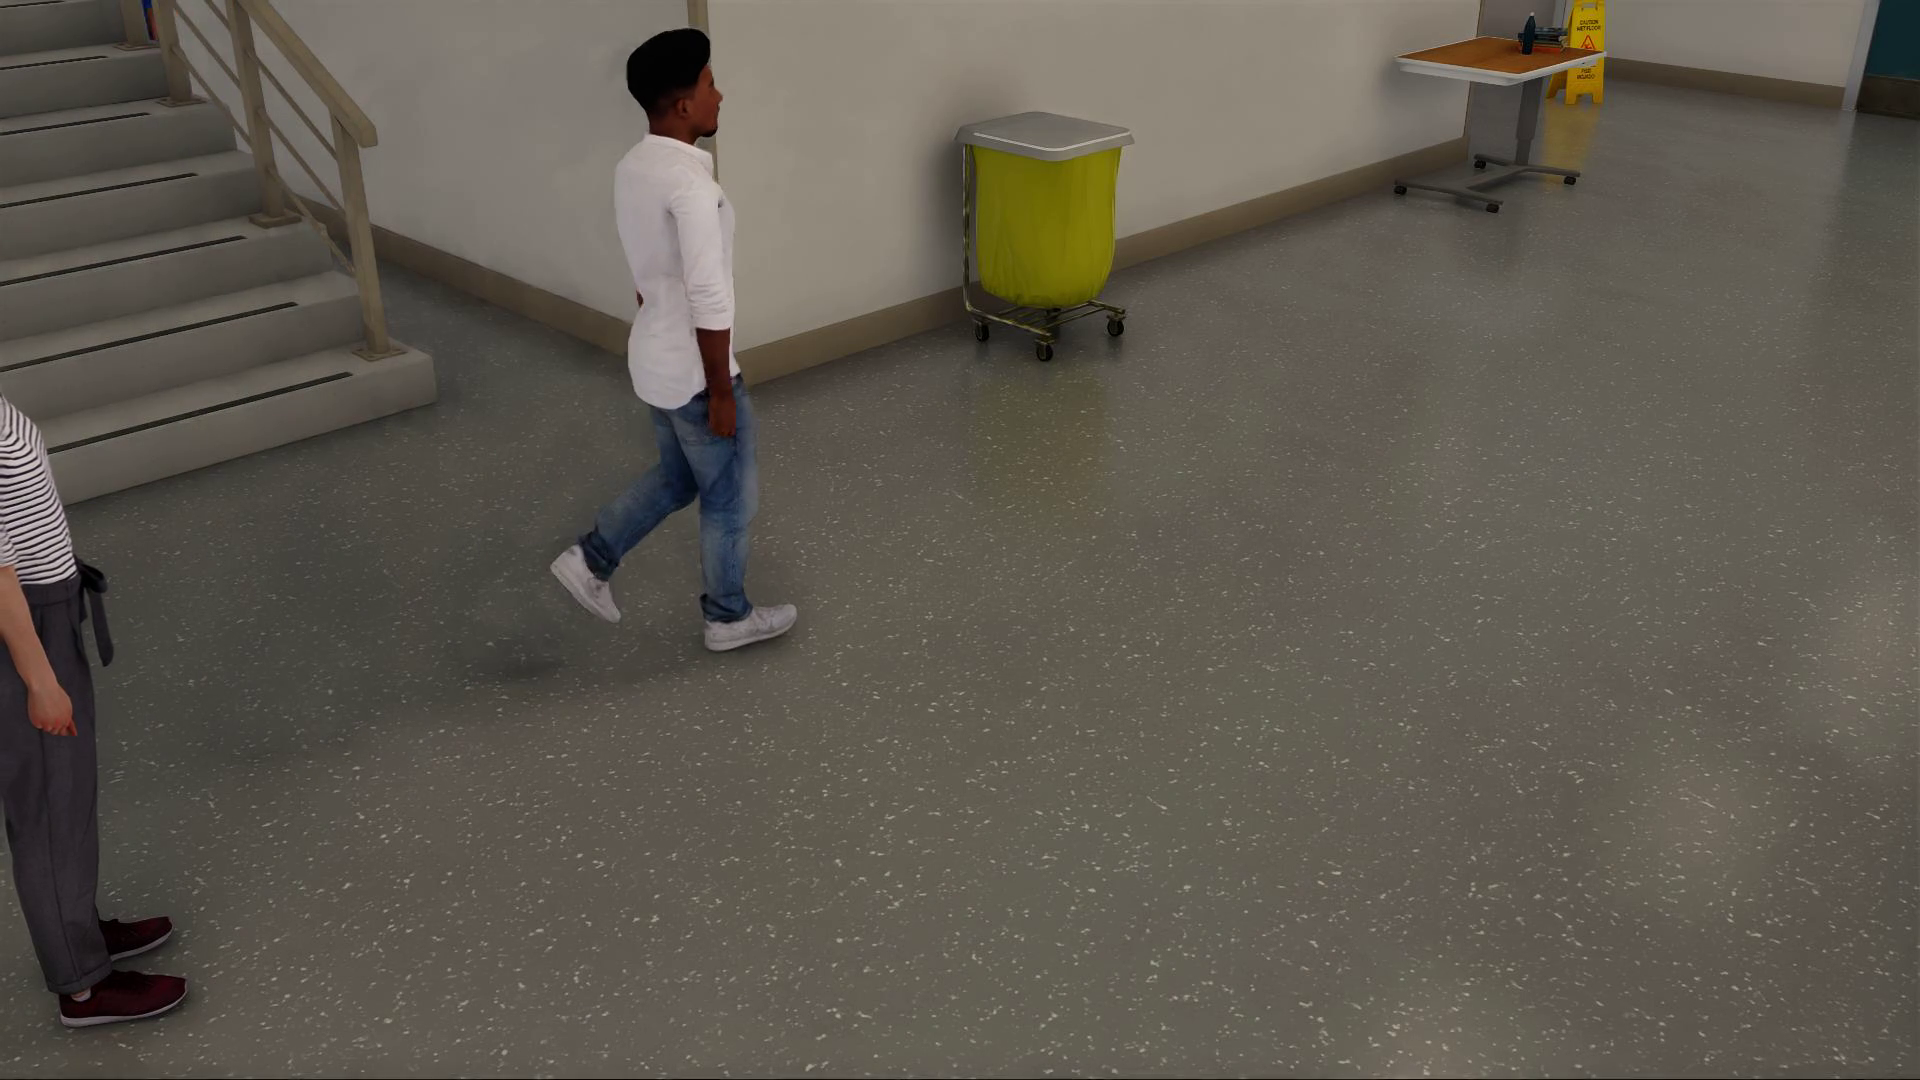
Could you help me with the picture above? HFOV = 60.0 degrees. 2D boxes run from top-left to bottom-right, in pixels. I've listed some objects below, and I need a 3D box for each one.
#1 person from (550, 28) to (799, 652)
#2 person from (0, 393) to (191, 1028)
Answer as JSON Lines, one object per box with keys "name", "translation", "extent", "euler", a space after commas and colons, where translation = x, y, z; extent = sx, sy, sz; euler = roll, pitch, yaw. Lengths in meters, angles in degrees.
{"name": "person", "translation": [-0.845, -0.488, 4.682], "extent": [0.854, 1.796, 0.950], "euler": [-14, 29, -26]}
{"name": "person", "translation": [-1.894, 0.201, 3.325], "extent": [0.725, 1.734, 0.560], "euler": [-14, 29, -26]}
